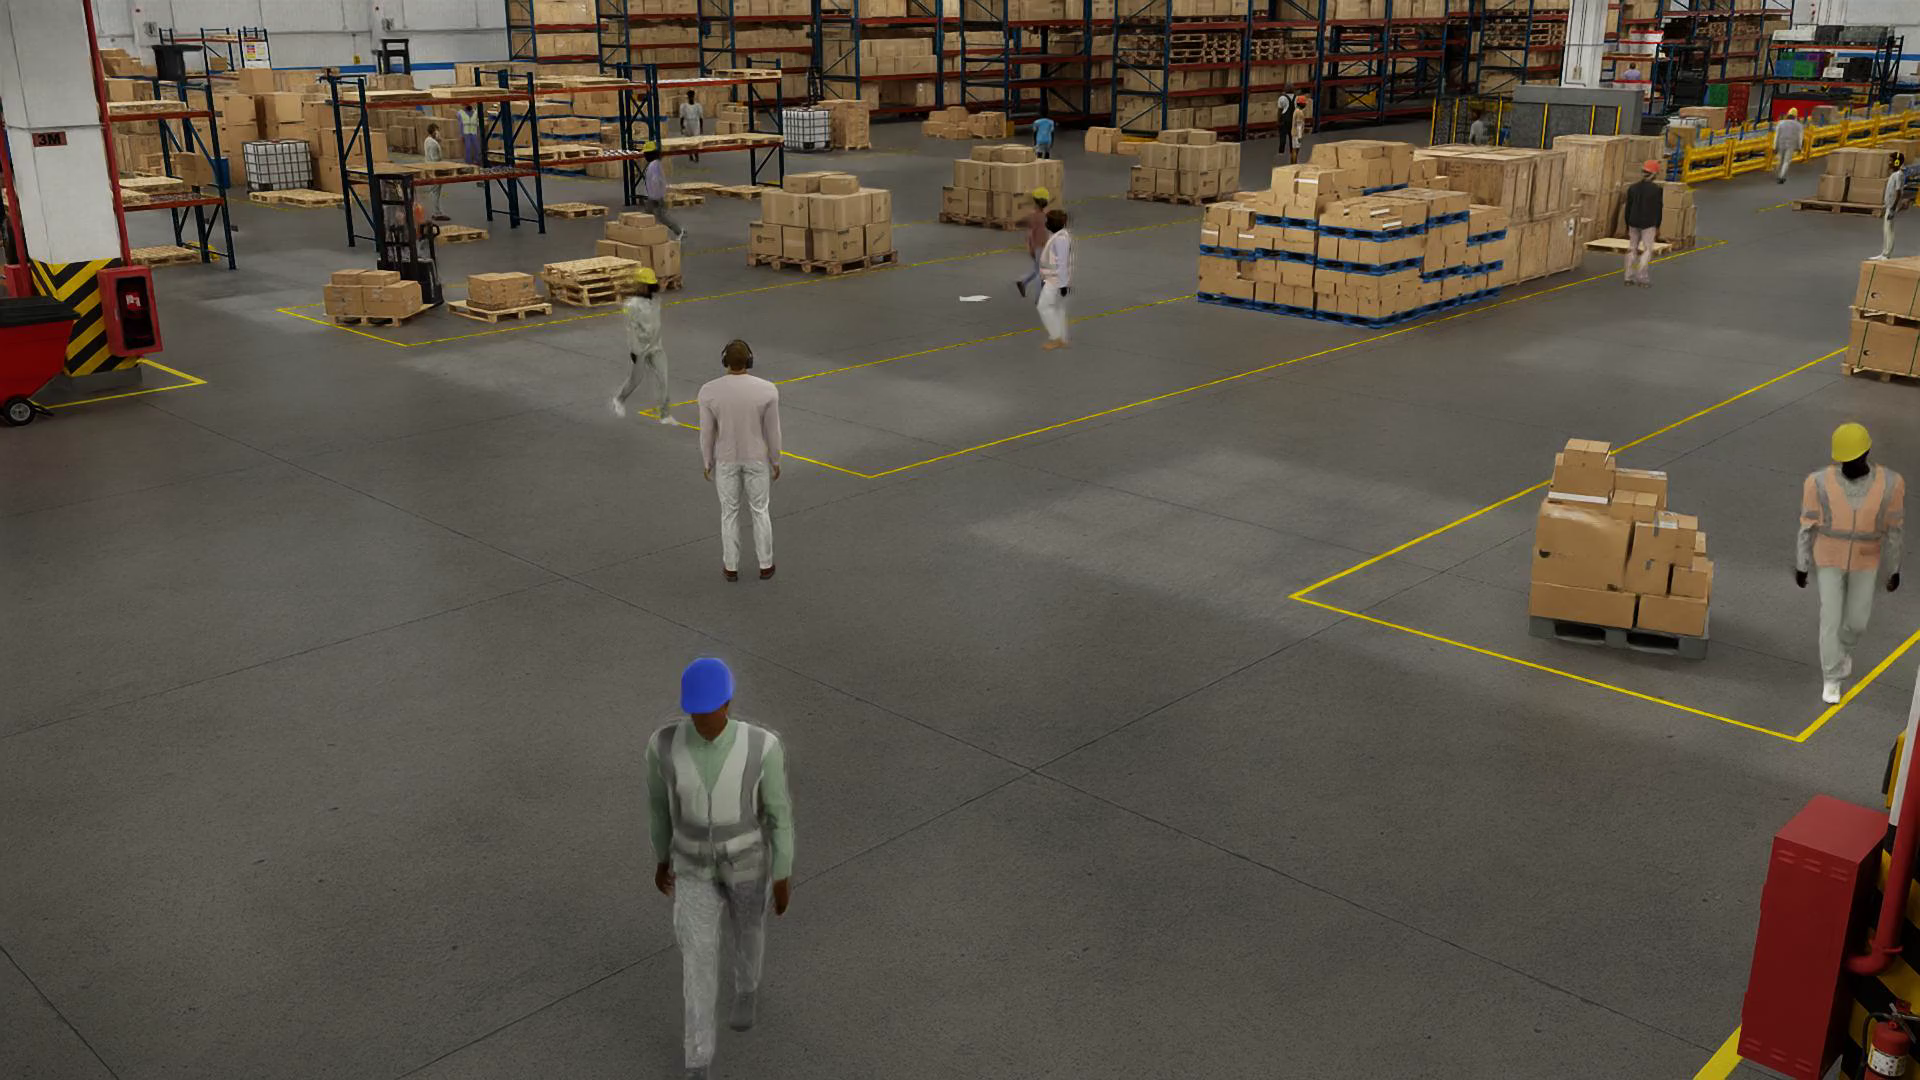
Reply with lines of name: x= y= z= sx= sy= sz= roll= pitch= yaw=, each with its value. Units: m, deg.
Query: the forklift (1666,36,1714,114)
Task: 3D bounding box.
forklift: x=27.341 y=-17.291 z=61.877 sx=1.129 sy=2.768 sz=1.873 roll=17 pitch=25 yaw=41

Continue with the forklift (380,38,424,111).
forklift: x=-19.986 y=-16.397 z=59.182 sx=1.129 sy=2.768 sz=1.873 roll=-13 pitch=23 yaw=-35

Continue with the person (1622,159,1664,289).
person: x=10.731 y=-4.955 z=26.098 sx=0.398 sy=1.990 sz=0.620 roll=-13 pitch=22 yaw=-34

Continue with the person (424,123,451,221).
person: x=-10.644 y=-7.458 z=33.729 sx=0.379 sy=1.937 sz=0.629 roll=-8 pitch=20 yaw=-22

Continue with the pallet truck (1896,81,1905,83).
pallet truck: x=34.802 y=-16.331 z=61.455 sx=0.653 sy=1.274 sz=1.630 roll=17 pitch=25 yaw=41

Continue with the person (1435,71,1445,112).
person: x=17.761 y=-16.542 z=61.564 sx=0.351 sy=1.621 sz=0.541 roll=16 pitch=24 yaw=40

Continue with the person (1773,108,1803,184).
person: x=19.954 y=-9.504 z=40.117 sx=0.606 sy=1.800 sz=0.892 roll=15 pitch=23 yaw=38

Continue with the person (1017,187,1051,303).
person: x=1.126 y=-4.367 z=24.711 sx=0.598 sy=1.751 sz=0.529 roll=10 pitch=21 yaw=27

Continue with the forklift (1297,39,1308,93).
forklift: x=11.794 y=-16.396 z=59.181 sx=1.129 sy=2.768 sz=1.873 roll=17 pitch=25 yaw=41

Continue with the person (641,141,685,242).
person: x=-5.504 y=-6.315 z=30.348 sx=0.806 sy=1.902 sz=0.595 roll=-6 pitch=19 yaw=-18

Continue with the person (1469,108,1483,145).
person: x=12.288 y=-9.349 z=39.608 sx=0.527 sy=1.827 sz=0.997 roll=-16 pitch=24 yaw=-40

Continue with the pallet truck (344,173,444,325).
pallet truck: x=-8.209 y=-4.181 z=23.757 sx=0.823 sy=1.965 sz=1.885 roll=3 pitch=19 yaw=9

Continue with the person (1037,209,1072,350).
person: x=1.199 y=-3.372 z=21.593 sx=0.500 sy=1.826 sz=0.630 roll=1 pitch=18 yaw=3

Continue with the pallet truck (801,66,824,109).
pallet truck: x=-4.812 y=-15.182 z=56.903 sx=0.823 sy=1.965 sz=1.885 roll=-9 pitch=21 yaw=-26

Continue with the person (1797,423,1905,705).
person: x=5.841 y=0.128 z=10.947 sx=0.651 sy=1.881 sz=0.532 roll=7 pitch=20 yaw=21

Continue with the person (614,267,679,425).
person: x=-3.440 y=-2.111 z=17.967 sx=0.803 sy=1.714 sz=0.493 roll=13 pitch=23 yaw=35

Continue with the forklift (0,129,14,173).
forklift: x=-24.027 y=-10.894 z=42.604 sx=1.129 sy=2.768 sz=1.873 roll=17 pitch=25 yaw=41

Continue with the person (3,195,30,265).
person: x=-12.914 y=-3.833 z=22.960 sx=0.530 sy=1.837 sz=0.373 roll=1 pitch=18 yaw=4

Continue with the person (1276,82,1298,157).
person: x=9.156 y=-11.792 z=46.622 sx=0.688 sy=2.000 sz=0.536 roll=-5 pitch=19 yaw=-16

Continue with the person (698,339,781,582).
person: x=-1.724 y=-0.619 z=13.118 sx=0.630 sy=1.938 sz=0.366 roll=-2 pitch=18 yaw=-6

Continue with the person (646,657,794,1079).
person: x=-1.029 y=1.399 z=7.103 sx=0.634 sy=1.891 sz=0.983 roll=0 pitch=18 yaw=1

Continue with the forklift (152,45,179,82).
forklift: x=-25.011 y=-14.211 z=52.597 sx=1.129 sy=2.768 sz=1.873 roll=17 pitch=25 yaw=41

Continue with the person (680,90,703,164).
person: x=-7.258 y=-11.194 z=45.019 sx=0.611 sy=1.926 sz=0.989 roll=-3 pitch=19 yaw=-8

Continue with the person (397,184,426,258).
person: x=-8.426 y=-4.646 z=25.646 sx=0.543 sy=1.679 sz=0.431 roll=11 pitch=21 yaw=29

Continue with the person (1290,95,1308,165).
person: x=8.624 y=-10.325 z=42.360 sx=0.370 sy=1.939 sz=0.543 roll=0 pitch=18 yaw=1

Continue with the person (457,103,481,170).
person: x=-12.448 y=-10.294 z=42.331 sx=0.593 sy=1.895 sz=0.594 roll=-15 pitch=24 yaw=-38

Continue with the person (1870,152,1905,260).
person: x=15.947 y=-5.688 z=28.499 sx=0.311 sy=1.869 sz=0.530 roll=7 pitch=20 yaw=20

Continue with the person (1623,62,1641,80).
person: x=24.705 y=-16.613 z=61.305 sx=0.635 sy=1.939 sz=0.362 roll=1 pitch=18 yaw=2

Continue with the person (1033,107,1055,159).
person: x=2.125 y=-10.094 z=42.072 sx=0.540 sy=1.681 sz=0.475 roll=2 pitch=18 yaw=5
